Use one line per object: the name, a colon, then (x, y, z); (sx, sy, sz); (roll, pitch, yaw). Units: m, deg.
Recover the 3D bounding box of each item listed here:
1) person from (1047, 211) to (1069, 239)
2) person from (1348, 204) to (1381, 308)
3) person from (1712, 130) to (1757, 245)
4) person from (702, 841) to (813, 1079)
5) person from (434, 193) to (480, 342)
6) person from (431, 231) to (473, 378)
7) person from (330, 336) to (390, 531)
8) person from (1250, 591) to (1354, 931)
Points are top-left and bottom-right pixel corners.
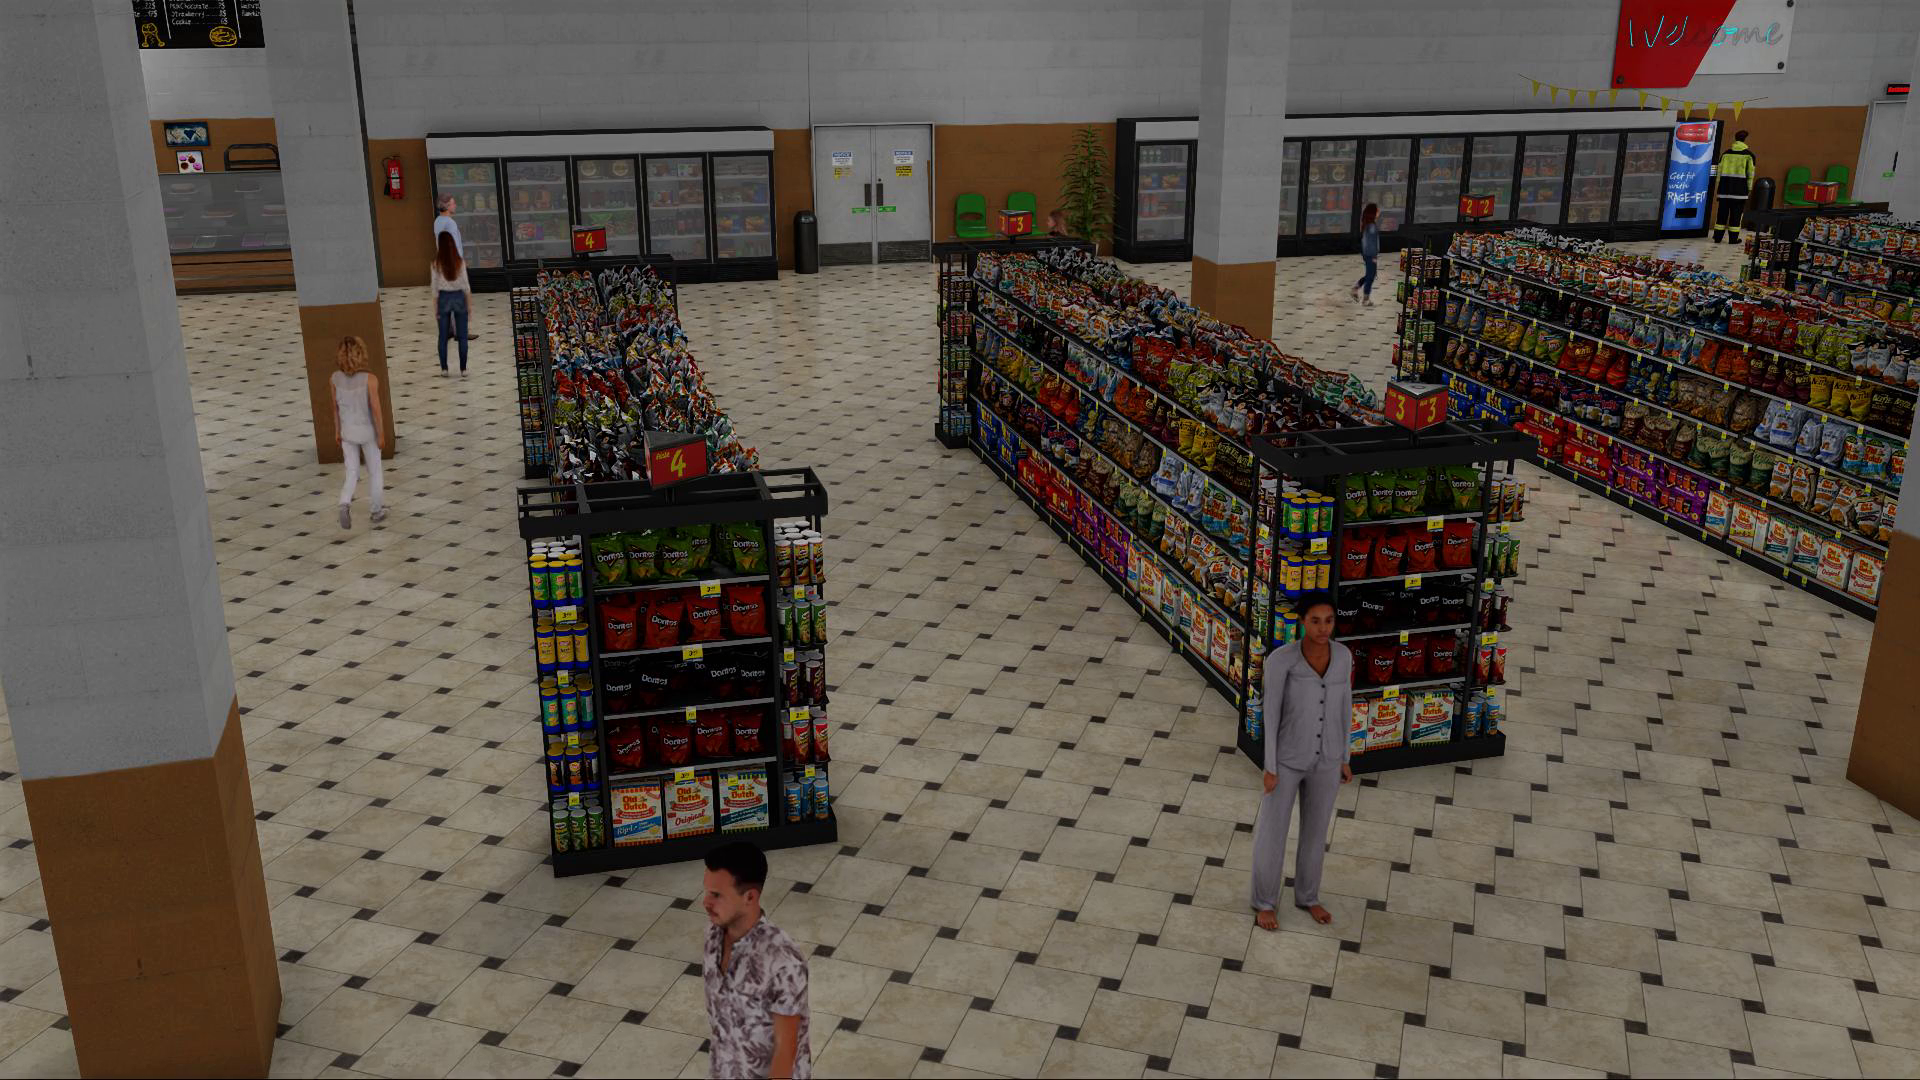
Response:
person: (1.344, -3.391, 21.484); (0.856, 1.690, 0.818); (3, 19, 8)
person: (5.813, -4.074, 23.857); (0.759, 1.468, 0.713); (3, 19, 8)
person: (13.789, -6.294, 29.637); (0.823, 1.982, 0.934); (15, 24, 38)
person: (-0.660, 1.855, 5.738); (0.853, 1.811, 0.742); (-17, 25, -41)
person: (-6.626, -3.563, 21.673); (0.786, 1.894, 0.642); (-13, 22, -33)
person: (-5.969, -2.765, 19.566); (0.577, 1.728, 0.554); (-5, 19, -14)
person: (-5.153, -0.894, 14.137); (0.809, 1.651, 1.017); (2, 19, 7)
person: (1.690, 1.061, 8.209); (0.638, 1.736, 0.547); (-4, 19, -12)
